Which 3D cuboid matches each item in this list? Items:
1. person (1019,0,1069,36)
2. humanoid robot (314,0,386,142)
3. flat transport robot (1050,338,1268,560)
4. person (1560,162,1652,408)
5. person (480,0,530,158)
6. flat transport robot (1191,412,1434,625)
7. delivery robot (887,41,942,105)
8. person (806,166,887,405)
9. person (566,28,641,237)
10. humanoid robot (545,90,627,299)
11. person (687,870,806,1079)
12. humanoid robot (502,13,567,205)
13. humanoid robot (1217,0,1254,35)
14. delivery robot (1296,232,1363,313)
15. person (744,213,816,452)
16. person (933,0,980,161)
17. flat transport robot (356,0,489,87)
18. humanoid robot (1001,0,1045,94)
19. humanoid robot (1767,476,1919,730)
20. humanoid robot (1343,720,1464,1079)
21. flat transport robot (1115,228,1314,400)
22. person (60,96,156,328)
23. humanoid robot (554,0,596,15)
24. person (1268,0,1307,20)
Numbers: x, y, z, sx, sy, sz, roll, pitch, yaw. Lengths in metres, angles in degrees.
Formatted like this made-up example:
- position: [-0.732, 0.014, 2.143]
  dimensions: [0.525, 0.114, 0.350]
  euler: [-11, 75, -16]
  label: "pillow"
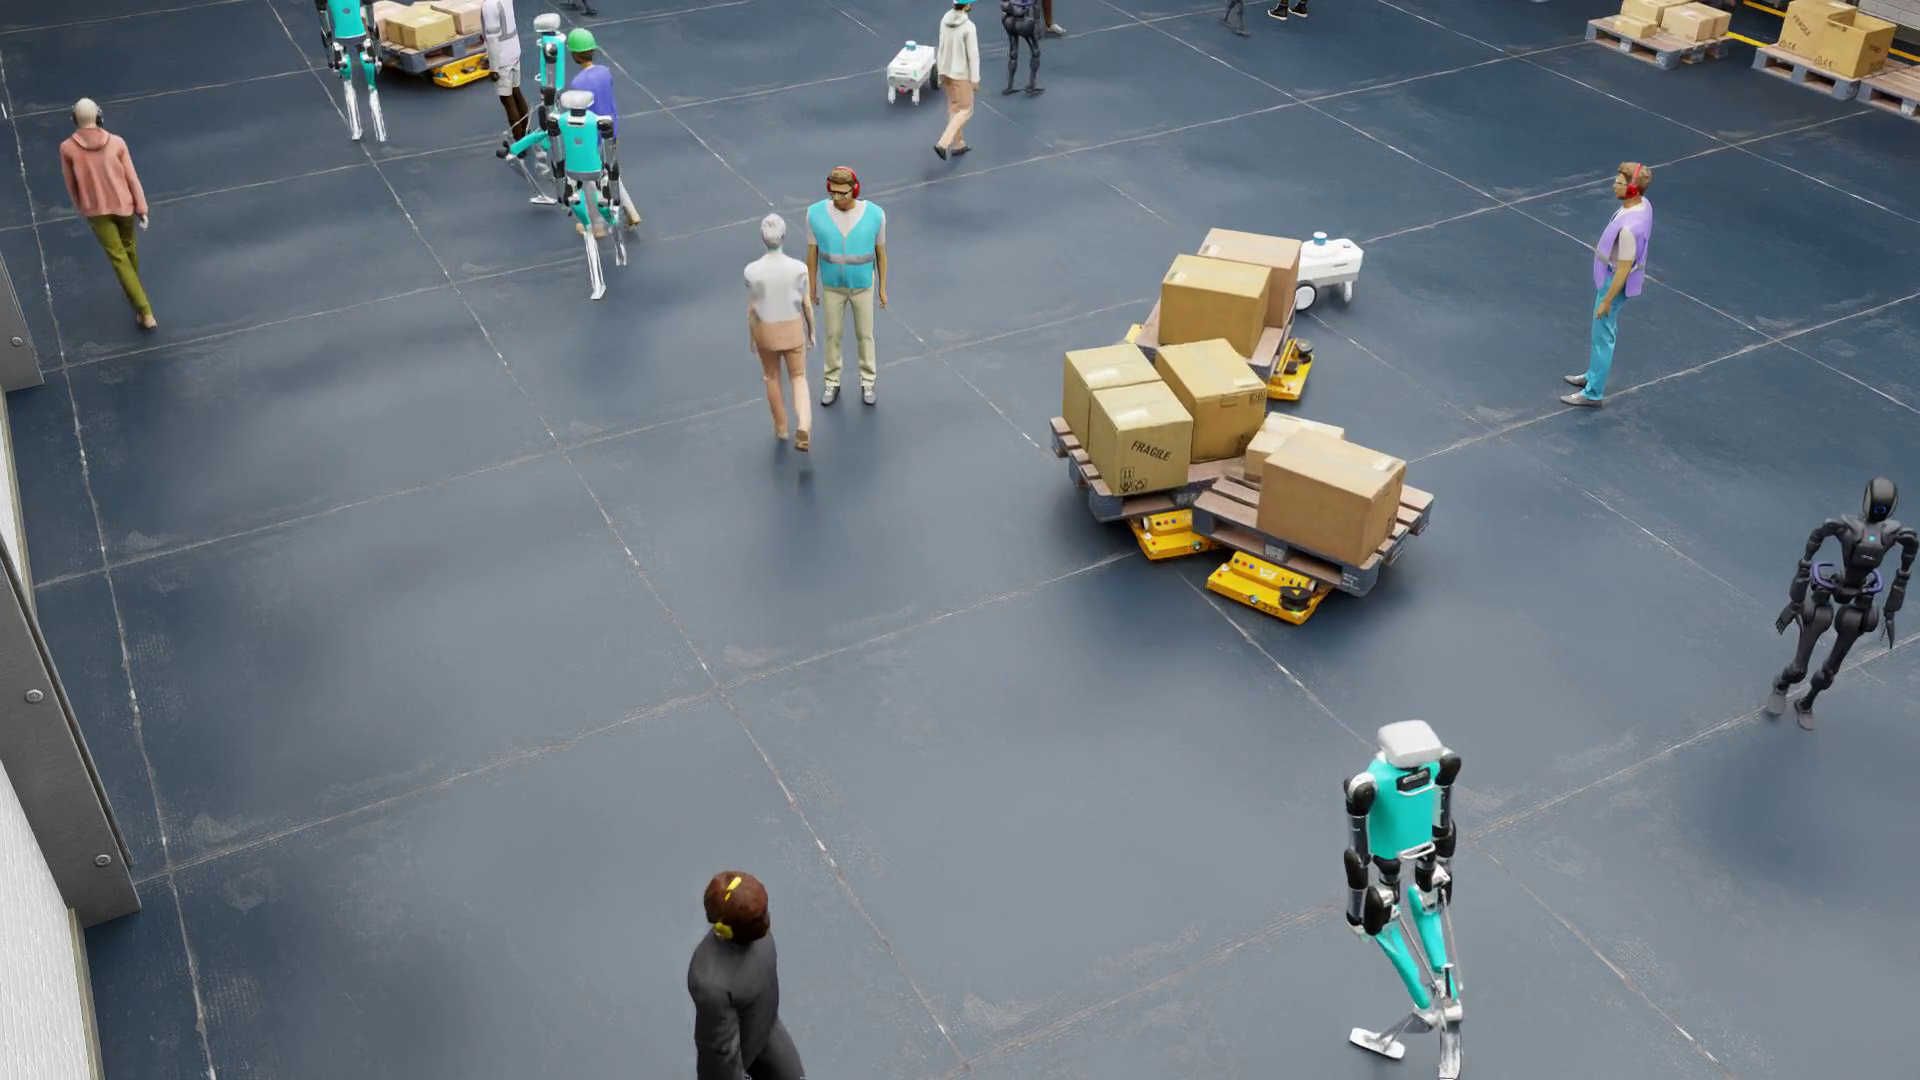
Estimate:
- position: [0.890, -6.596, 18.697]
  dimensions: [0.838, 1.911, 0.585]
  euler: [24, 41, 30]
  label: "person"
- position: [-5.900, -4.696, 16.175]
  dimensions: [0.535, 1.816, 0.782]
  euler: [-15, 38, -20]
  label: "humanoid robot"
- position: [1.334, -0.373, 11.248]
  dimensions: [0.659, 0.231, 1.431]
  euler: [-9, 36, -13]
  label: "flat transport robot"
- position: [4.696, -1.817, 11.936]
  dimensions: [0.376, 1.843, 0.571]
  euler: [14, 37, 19]
  label: "person"
- position: [-4.388, -4.612, 15.855]
  dimensions: [0.384, 1.930, 0.542]
  euler: [3, 35, 4]
  label: "person"
- position: [2.224, 0.019, 10.688]
  dimensions: [0.659, 0.231, 1.431]
  euler: [23, 41, 29]
  label: "flat transport robot"
- position: [-0.506, -4.952, 17.550]
  dimensions: [0.499, 0.609, 0.807]
  euler: [9, 36, 13]
  label: "delivery robot"
- position: [-0.803, -1.833, 11.961]
  dimensions: [0.566, 1.840, 0.374]
  euler: [0, 35, 1]
  label: "person"
- position: [-3.151, -3.467, 14.279]
  dimensions: [0.539, 1.859, 0.489]
  euler: [17, 39, 23]
  label: "person"
- position: [-2.961, -2.905, 13.620]
  dimensions: [0.544, 1.807, 0.889]
  euler: [2, 35, 2]
  label: "humanoid robot"
- position: [-0.777, 1.997, 6.507]
  dimensions: [0.998, 1.816, 0.510]
  euler: [15, 38, 21]
  label: "person"
- position: [-3.812, -3.761, 14.833]
  dimensions: [0.789, 1.799, 0.550]
  euler: [-4, 35, -5]
  label: "humanoid robot"
- position: [3.244, -6.618, 18.962]
  dimensions: [0.609, 1.631, 0.696]
  euler: [-27, 43, -33]
  label: "humanoid robot"
- position: [2.908, -2.228, 13.637]
  dimensions: [0.744, 0.582, 0.518]
  euler: [-11, 36, -15]
  label: "delivery robot"
- position: [-1.216, -1.385, 11.433]
  dimensions: [0.463, 1.721, 0.653]
  euler: [-6, 35, -9]
  label: "person"
- position: [-0.050, -4.399, 15.786]
  dimensions: [0.515, 1.650, 0.594]
  euler: [28, 44, 34]
  label: "person"
- position: [-5.779, -5.272, 18.242]
  dimensions: [1.431, 0.231, 0.659]
  euler: [24, 41, 30]
  label: "flat transport robot"
- position: [0.651, -5.479, 17.309]
  dimensions: [0.417, 1.655, 0.608]
  euler: [-23, 41, -30]
  label: "humanoid robot"
- position: [4.780, 0.344, 9.003]
  dimensions: [0.589, 1.645, 0.351]
  euler: [8, 36, 11]
  label: "humanoid robot"
- position: [1.996, 1.662, 7.062]
  dimensions: [0.596, 1.768, 0.869]
  euler: [-14, 37, -18]
  label: "humanoid robot"
- position: [1.937, -1.401, 12.716]
  dimensions: [1.431, 0.231, 0.659]
  euler: [11, 37, 16]
  label: "flat transport robot"
- position: [-6.710, -2.616, 13.139]
  dimensions: [0.496, 1.773, 0.989]
  euler: [-23, 41, -29]
  label: "person"
- position: [-4.625, -6.988, 19.477]
  dimensions: [0.518, 1.653, 0.600]
  euler: [3, 35, 5]
  label: "humanoid robot"
- position: [3.918, -7.047, 19.308]
  dimensions: [0.602, 1.958, 0.377]
  euler: [-16, 38, -21]
  label: "person"
